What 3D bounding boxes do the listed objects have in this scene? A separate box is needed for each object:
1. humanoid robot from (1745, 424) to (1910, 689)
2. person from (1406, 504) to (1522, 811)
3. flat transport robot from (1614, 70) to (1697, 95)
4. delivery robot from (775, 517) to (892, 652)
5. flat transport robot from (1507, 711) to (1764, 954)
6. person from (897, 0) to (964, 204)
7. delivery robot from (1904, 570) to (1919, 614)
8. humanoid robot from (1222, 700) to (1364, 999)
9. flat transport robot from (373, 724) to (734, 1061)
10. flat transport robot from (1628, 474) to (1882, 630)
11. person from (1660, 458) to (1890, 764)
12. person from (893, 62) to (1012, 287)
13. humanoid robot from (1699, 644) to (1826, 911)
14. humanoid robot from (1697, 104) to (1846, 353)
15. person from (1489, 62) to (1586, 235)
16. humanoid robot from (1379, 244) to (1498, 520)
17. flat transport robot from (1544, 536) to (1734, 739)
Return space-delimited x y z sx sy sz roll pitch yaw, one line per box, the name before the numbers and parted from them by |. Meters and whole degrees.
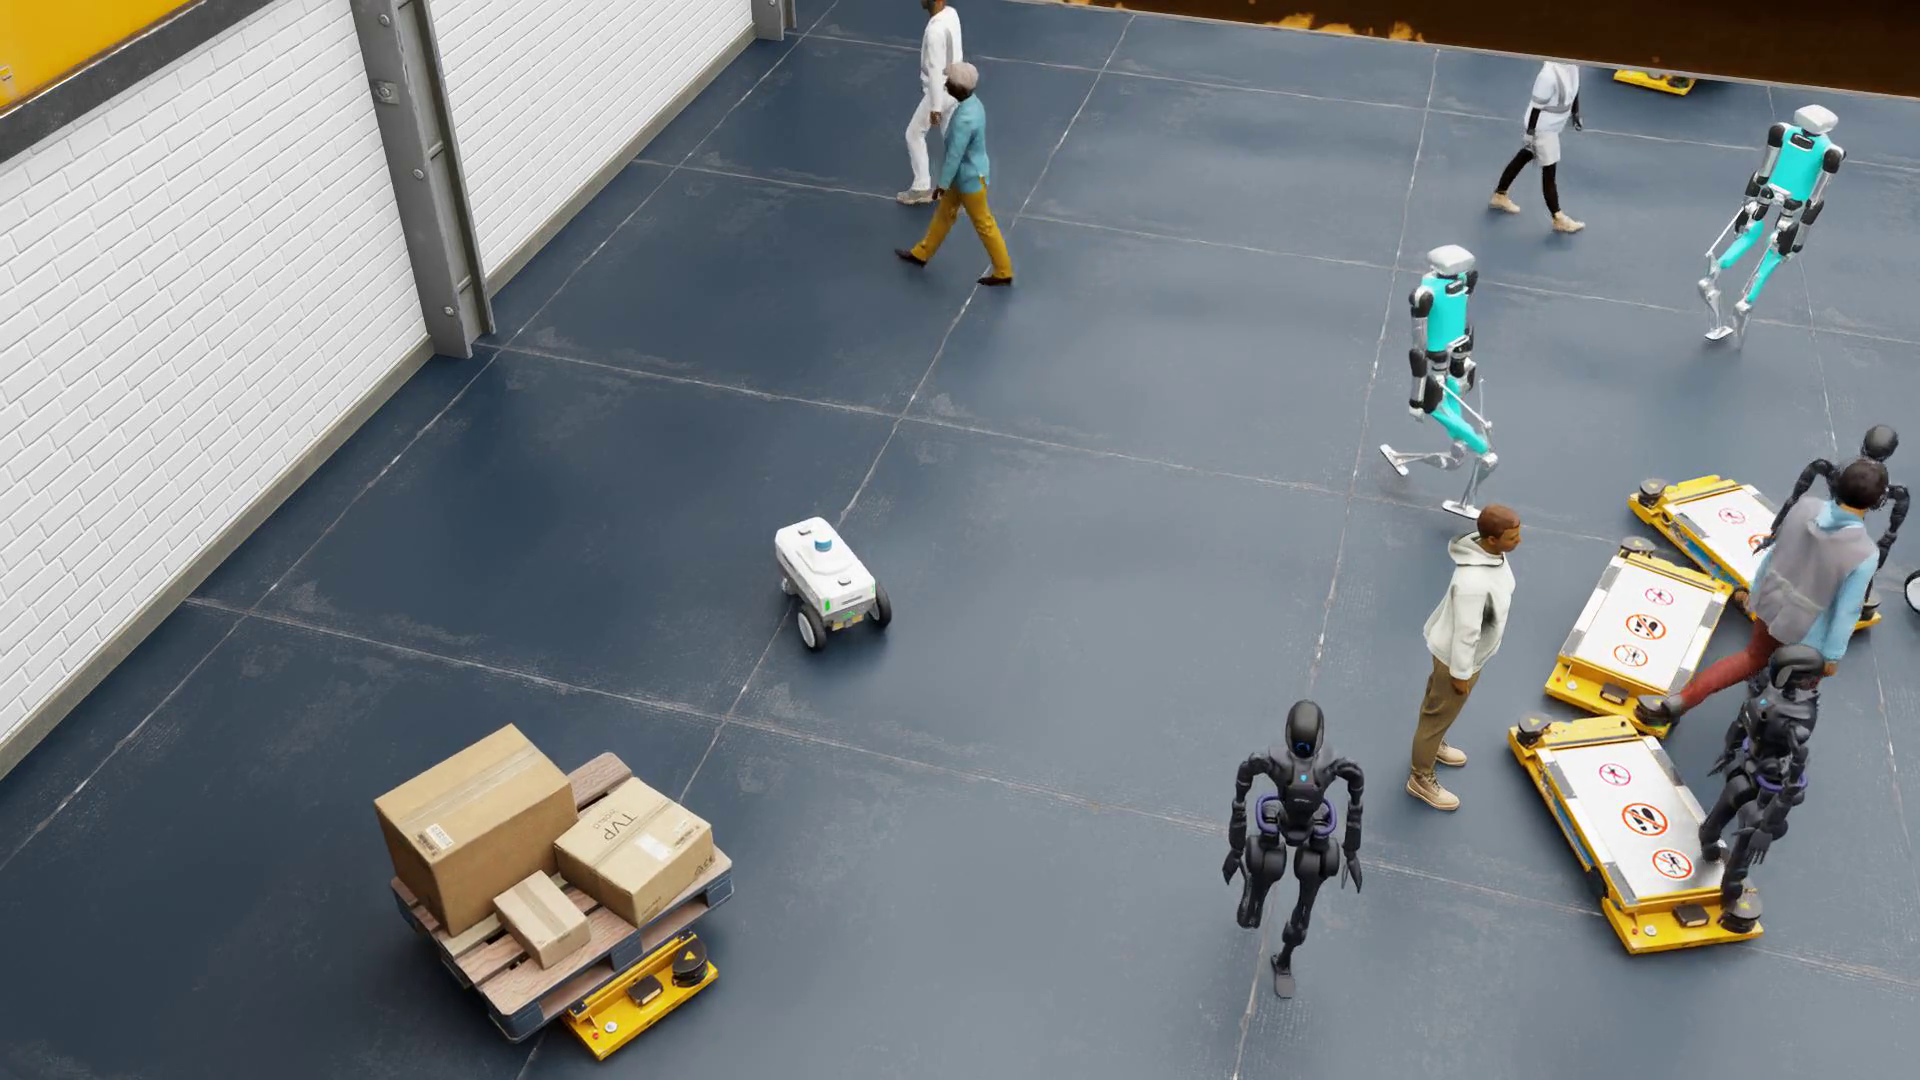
humanoid robot | 4.521 0.104 8.790 0.611 1.651 0.635 25 45 28
person | 2.440 0.542 8.135 0.374 1.767 0.516 14 41 17
flat transport robot | 6.729 -4.587 15.710 0.659 0.231 1.431 23 44 26
delivery robot | -0.749 0.216 9.501 0.525 0.587 0.755 -20 43 -23
flat transport robot | 3.327 1.400 8.263 0.659 0.231 1.431 -5 39 -7
person | -0.234 -3.547 13.144 0.704 1.860 0.584 12 40 14
delivery robot | 5.841 0.294 9.425 0.499 0.613 0.807 -14 41 -17
humanoid robot | 1.468 1.301 7.271 0.608 1.646 0.510 3 39 4
flat transport robot | -1.831 1.765 7.809 0.659 0.231 1.431 -31 48 -32
flat transport robot | 4.718 0.070 9.917 0.659 0.231 1.431 -13 40 -15
person | 4.074 0.407 8.240 0.654 1.854 0.577 -7 39 -9
person | -0.036 -2.653 12.155 0.949 1.699 0.528 3 39 3
humanoid robot | 3.576 1.119 7.489 0.318 1.654 0.609 2 39 2
humanoid robot | 5.441 -2.022 11.429 0.727 1.884 0.544 -23 44 -26
person | 4.615 -3.200 12.874 0.855 1.650 0.545 25 45 27
humanoid robot | 3.005 -0.854 9.920 0.533 1.711 1.058 -28 46 -30
flat transport robot | 3.847 0.520 9.358 0.659 0.231 1.431 23 44 25
